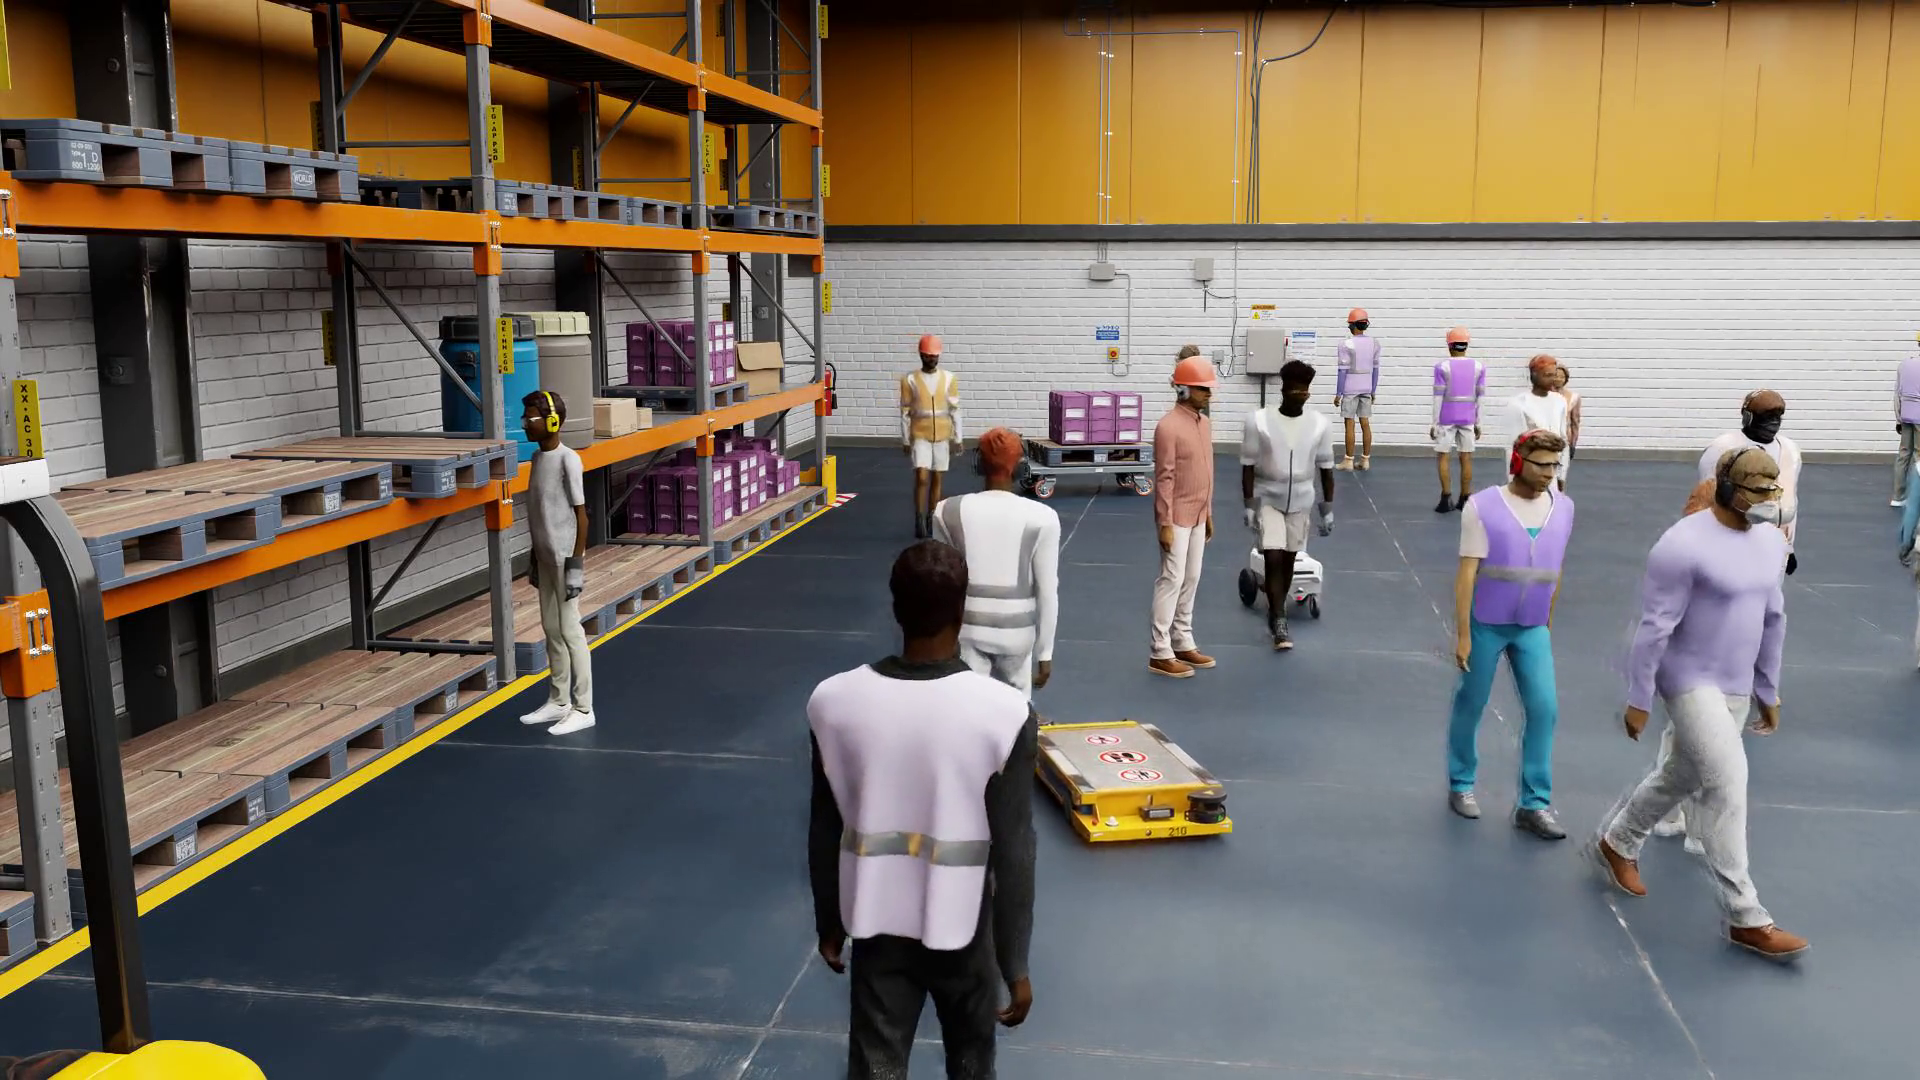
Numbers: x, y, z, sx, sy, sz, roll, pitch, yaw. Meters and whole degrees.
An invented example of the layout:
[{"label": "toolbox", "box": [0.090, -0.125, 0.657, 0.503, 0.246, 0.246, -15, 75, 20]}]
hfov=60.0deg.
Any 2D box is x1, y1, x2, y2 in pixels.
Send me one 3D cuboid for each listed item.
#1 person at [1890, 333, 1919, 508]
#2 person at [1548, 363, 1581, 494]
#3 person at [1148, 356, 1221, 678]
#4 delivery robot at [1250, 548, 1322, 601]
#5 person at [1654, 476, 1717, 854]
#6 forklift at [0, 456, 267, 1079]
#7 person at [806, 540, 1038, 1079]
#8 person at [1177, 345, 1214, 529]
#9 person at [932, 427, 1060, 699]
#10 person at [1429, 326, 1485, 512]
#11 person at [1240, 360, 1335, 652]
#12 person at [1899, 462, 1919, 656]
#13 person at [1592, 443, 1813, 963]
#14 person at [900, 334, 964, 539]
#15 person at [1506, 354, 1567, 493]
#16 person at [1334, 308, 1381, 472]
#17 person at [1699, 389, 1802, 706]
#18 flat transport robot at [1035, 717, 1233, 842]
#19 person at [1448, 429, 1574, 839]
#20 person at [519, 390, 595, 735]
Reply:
[{"label": "person", "box": [10.070, -1.269, 17.429, 0.381, 1.922, 0.593, -2, 9, -14]}, {"label": "person", "box": [5.860, -0.955, 16.475, 0.507, 1.606, 0.820, 3, 10, 17]}, {"label": "person", "box": [1.413, -0.147, 10.332, 0.408, 1.985, 0.618, 6, 11, 33]}, {"label": "delivery robot", "box": [2.396, 0.209, 12.243, 0.477, 0.478, 0.707, -1, 9, -8]}, {"label": "person", "box": [3.227, 0.535, 7.192, 0.284, 1.636, 0.500, -1, 9, -7]}, {"label": "forklift", "box": [-2.328, 0.975, 2.765, 2.313, 2.155, 1.214, 1, 9, 9]}, {"label": "person", "box": [-0.106, 0.933, 4.070, 0.600, 1.869, 1.016, 2, 9, 14]}, {"label": "person", "box": [2.262, -0.971, 15.990, 0.385, 1.805, 0.680, 3, 10, 16]}, {"label": "person", "box": [0.141, 0.426, 7.255, 0.584, 1.838, 0.979, 1, 9, 7]}, {"label": "person", "box": [5.153, -1.235, 17.231, 0.574, 1.929, 0.481, -1, 9, -3]}, {"label": "person", "box": [2.178, -0.225, 11.010, 0.639, 1.913, 0.887, -1, 9, -4]}, {"label": "person", "box": [6.074, 0.064, 10.153, 0.531, 1.610, 0.694, 9, 13, 43]}, {"label": "person", "box": [2.802, 0.553, 6.320, 0.638, 1.895, 1.018, -5, 11, -29]}, {"label": "person", "box": [-0.251, -0.957, 15.521, 0.553, 1.917, 0.577, -2, 10, -15]}, {"label": "person", "box": [4.479, -0.529, 13.058, 0.591, 1.866, 0.640, -4, 10, -24]}, {"label": "person", "box": [4.945, -1.874, 20.801, 0.607, 2.044, 0.378, -4, 10, -23]}, {"label": "person", "box": [4.530, 0.055, 9.531, 0.633, 1.840, 0.429, -2, 9, -14]}, {"label": "flat transport robot", "box": [0.740, 1.101, 7.902, 0.652, 0.197, 1.431, -2, 9, -11]}, {"label": "person", "box": [2.460, 0.411, 7.413, 0.628, 1.804, 0.805, -2, 9, -11]}, {"label": "person", "box": [-2.203, 0.120, 9.037, 0.323, 1.870, 0.518, -8, 12, -39]}]
